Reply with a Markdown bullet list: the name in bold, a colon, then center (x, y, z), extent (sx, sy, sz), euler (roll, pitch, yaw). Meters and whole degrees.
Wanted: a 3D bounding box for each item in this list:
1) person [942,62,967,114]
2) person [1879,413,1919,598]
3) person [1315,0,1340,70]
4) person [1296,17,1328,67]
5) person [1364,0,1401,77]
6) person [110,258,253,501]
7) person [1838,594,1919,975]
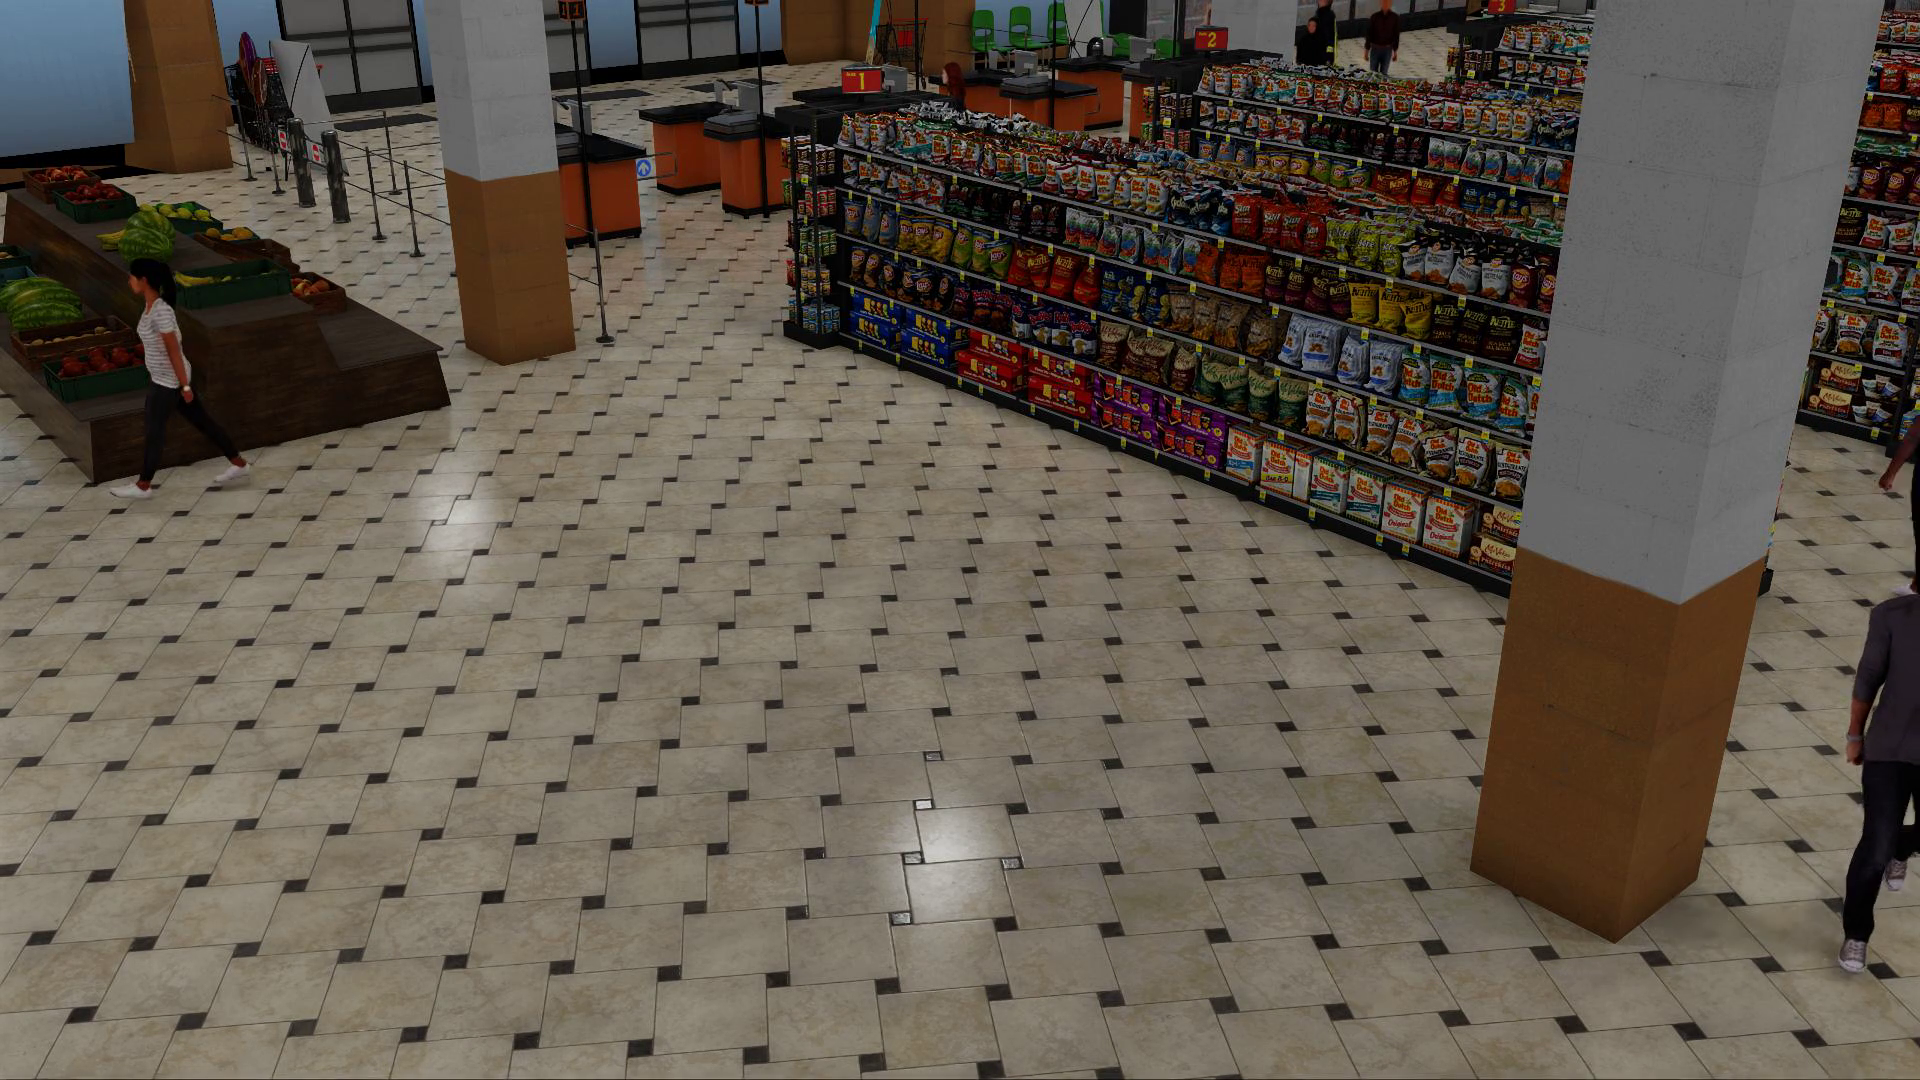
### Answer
- **person**: center (-0.075, -4.391, 18.472), extent (0.706, 1.788, 0.638), euler (1, 24, 2)
- **person**: center (5.512, -0.311, 9.223), extent (0.734, 1.728, 0.793), euler (-7, 25, -16)
- **person**: center (5.608, -7.375, 25.233), extent (1.253, 1.835, 1.169), euler (3, 24, 8)
- **person**: center (5.080, -6.718, 24.018), extent (0.993, 1.606, 0.911), euler (12, 26, 26)
- **person**: center (6.512, -7.541, 25.714), extent (1.145, 1.753, 1.129), euler (6, 24, 13)
- **person**: center (-5.171, -1.062, 11.114), extent (0.768, 1.588, 1.091), euler (-14, 27, -29)
- **person**: center (3.785, 0.800, 6.565), extent (1.065, 1.823, 1.013), euler (10, 26, 22)
